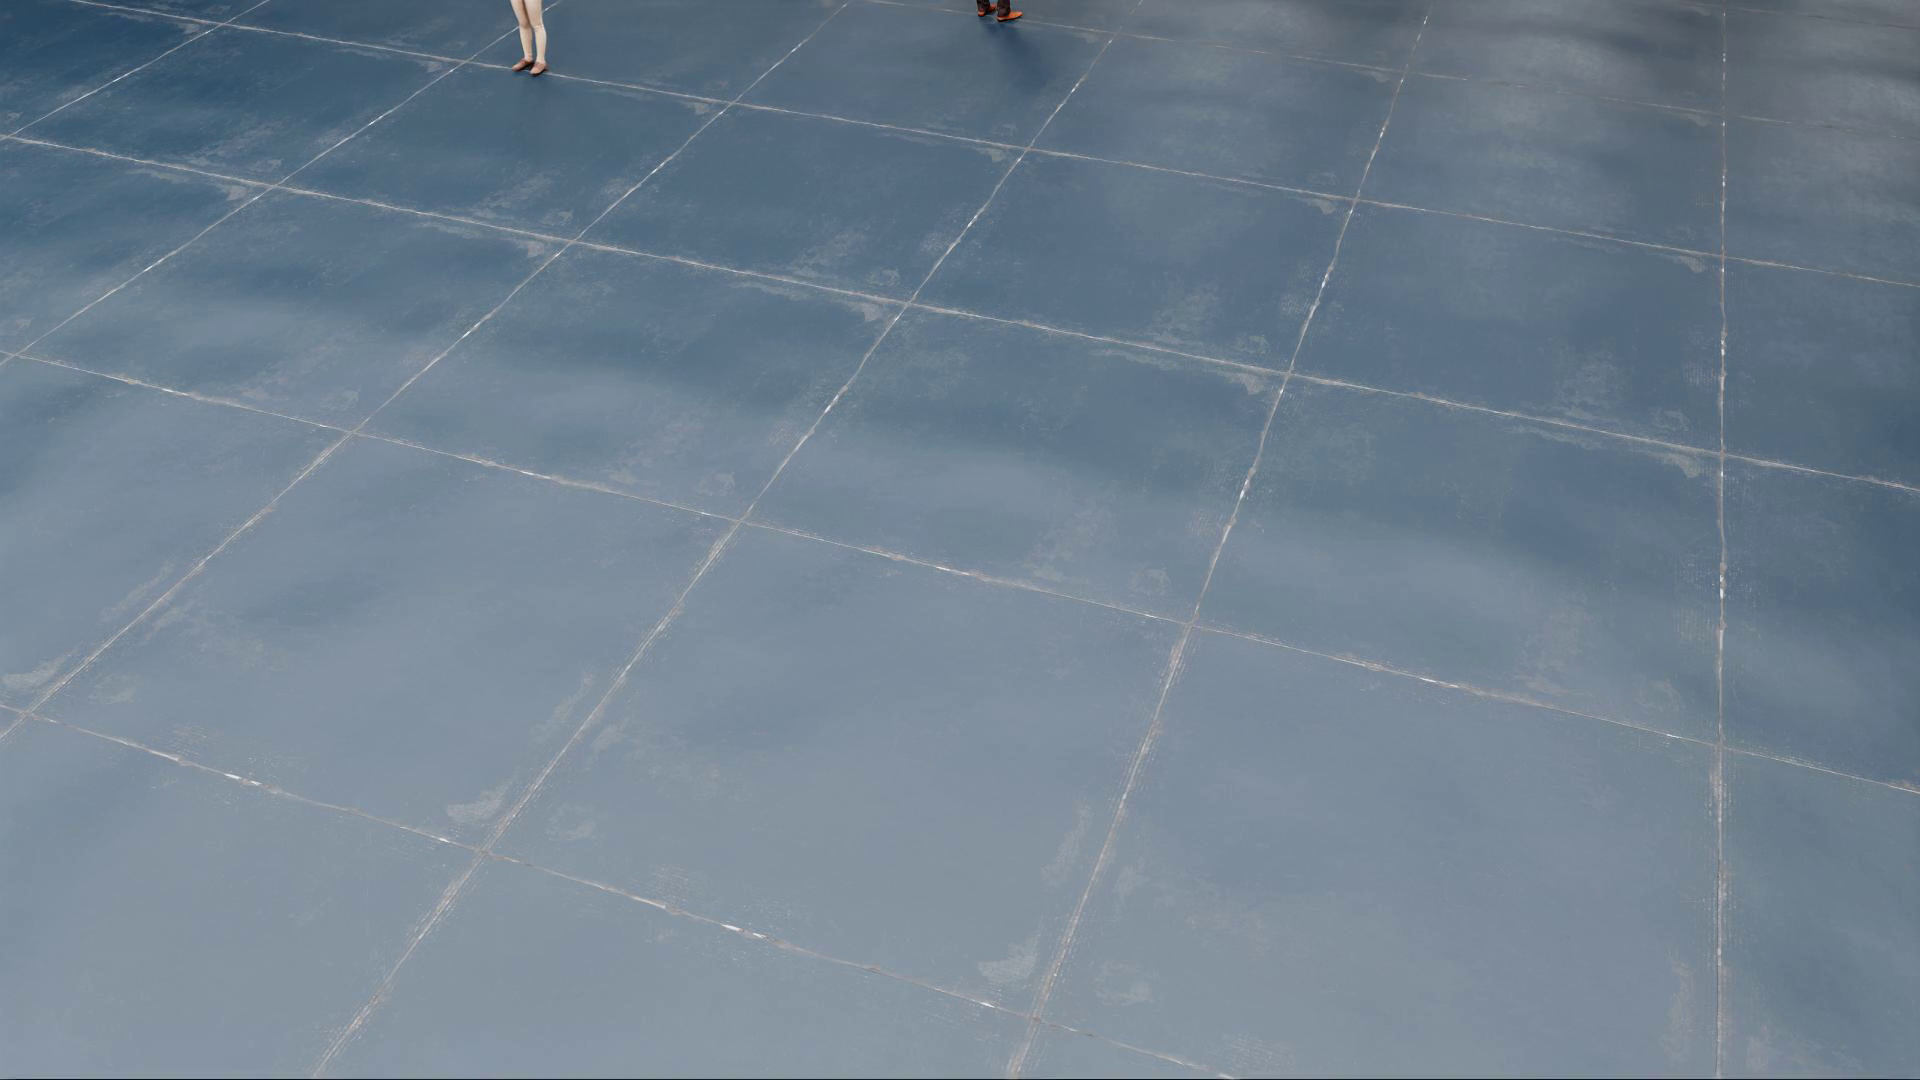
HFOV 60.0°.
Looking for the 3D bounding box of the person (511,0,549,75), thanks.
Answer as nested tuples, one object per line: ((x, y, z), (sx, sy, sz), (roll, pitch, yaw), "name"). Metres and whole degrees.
((-4.250, -5.423, 16.249), (0.623, 1.653, 0.566), (13, 40, 16), "person")

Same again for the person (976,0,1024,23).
((0.369, -6.342, 17.298), (0.762, 1.808, 0.735), (30, 47, 32), "person")
